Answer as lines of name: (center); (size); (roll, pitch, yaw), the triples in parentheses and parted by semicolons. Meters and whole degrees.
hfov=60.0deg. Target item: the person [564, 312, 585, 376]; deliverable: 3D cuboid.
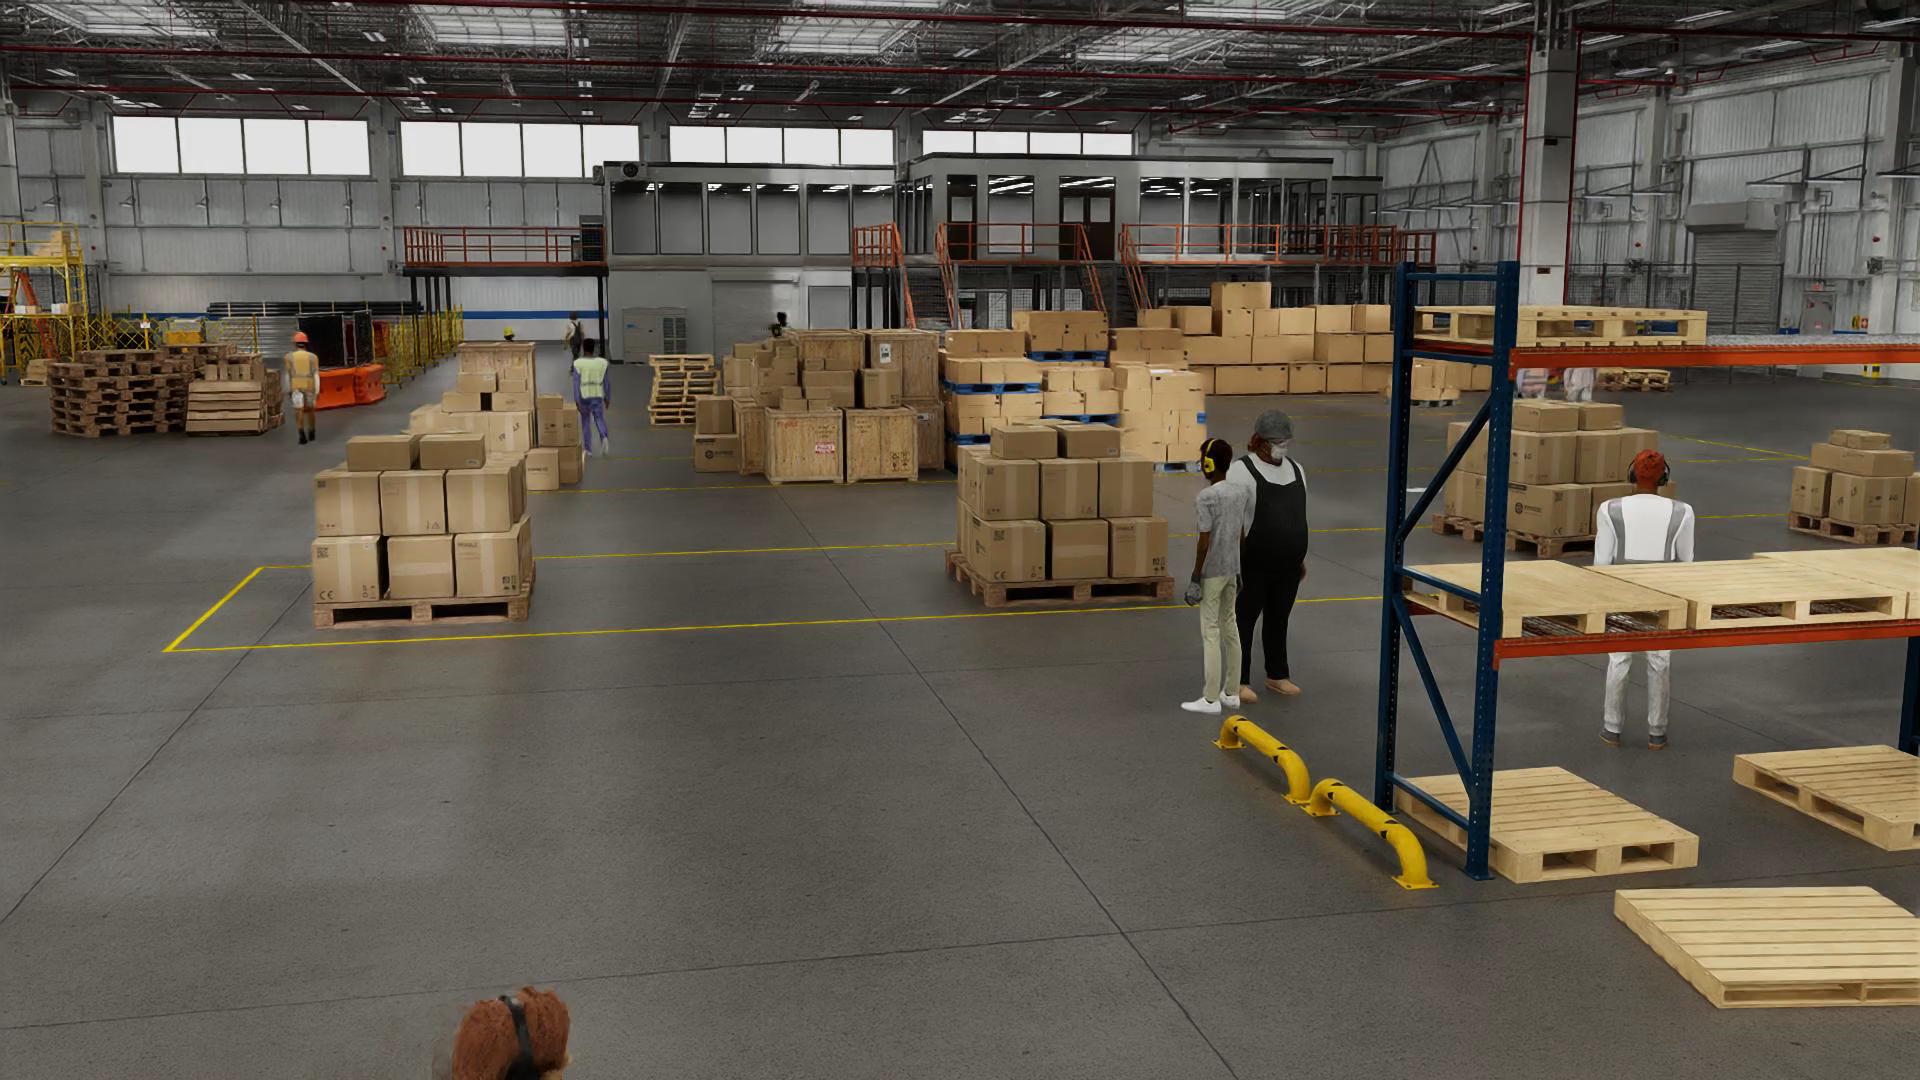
person: (-10.609, -5.396, 45.853); (0.534, 1.795, 0.991); (-9, 13, -43)

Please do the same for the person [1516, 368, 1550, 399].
person: (9.840, -2.593, 28.717); (0.636, 1.792, 0.921); (-1, 9, -3)

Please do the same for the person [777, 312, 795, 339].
person: (-4.292, -4.709, 41.218); (0.647, 1.933, 0.757); (4, 10, 21)

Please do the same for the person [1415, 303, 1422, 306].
person: (13.470, -5.974, 48.869); (0.614, 1.945, 0.403); (-5, 11, -29)

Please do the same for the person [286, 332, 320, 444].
person: (-11.251, -2.607, 28.505); (0.540, 1.899, 0.932); (-3, 10, -19)

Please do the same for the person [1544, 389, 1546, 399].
person: (12.832, -3.890, 36.973); (0.557, 1.689, 0.650); (0, 9, -2)

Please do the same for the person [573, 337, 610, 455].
person: (-5.852, -2.274, 26.484); (0.594, 1.899, 0.692); (-5, 11, -30)

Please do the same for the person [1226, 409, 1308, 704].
person: (2.162, 0.105, 11.534); (0.681, 2.000, 0.538); (-5, 11, -28)

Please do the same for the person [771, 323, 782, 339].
person: (-3.966, -3.685, 35.308); (0.961, 1.840, 0.526); (0, 9, -2)

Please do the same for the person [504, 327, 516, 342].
person: (-9.512, -3.623, 35.150); (0.539, 1.757, 0.363); (1, 9, 6)

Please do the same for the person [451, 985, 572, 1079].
person: (-0.836, 1.668, 3.347); (0.849, 1.587, 0.541); (-5, 11, -27)

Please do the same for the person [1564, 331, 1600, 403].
person: (10.734, -2.667, 28.846); (0.631, 1.907, 0.889); (1, 9, 4)

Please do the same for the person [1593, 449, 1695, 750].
person: (4.245, 0.373, 10.376); (0.584, 1.882, 0.337); (3, 10, 17)

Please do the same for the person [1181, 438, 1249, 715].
person: (1.720, 0.245, 11.218); (0.512, 1.868, 0.329); (-8, 13, -42)
